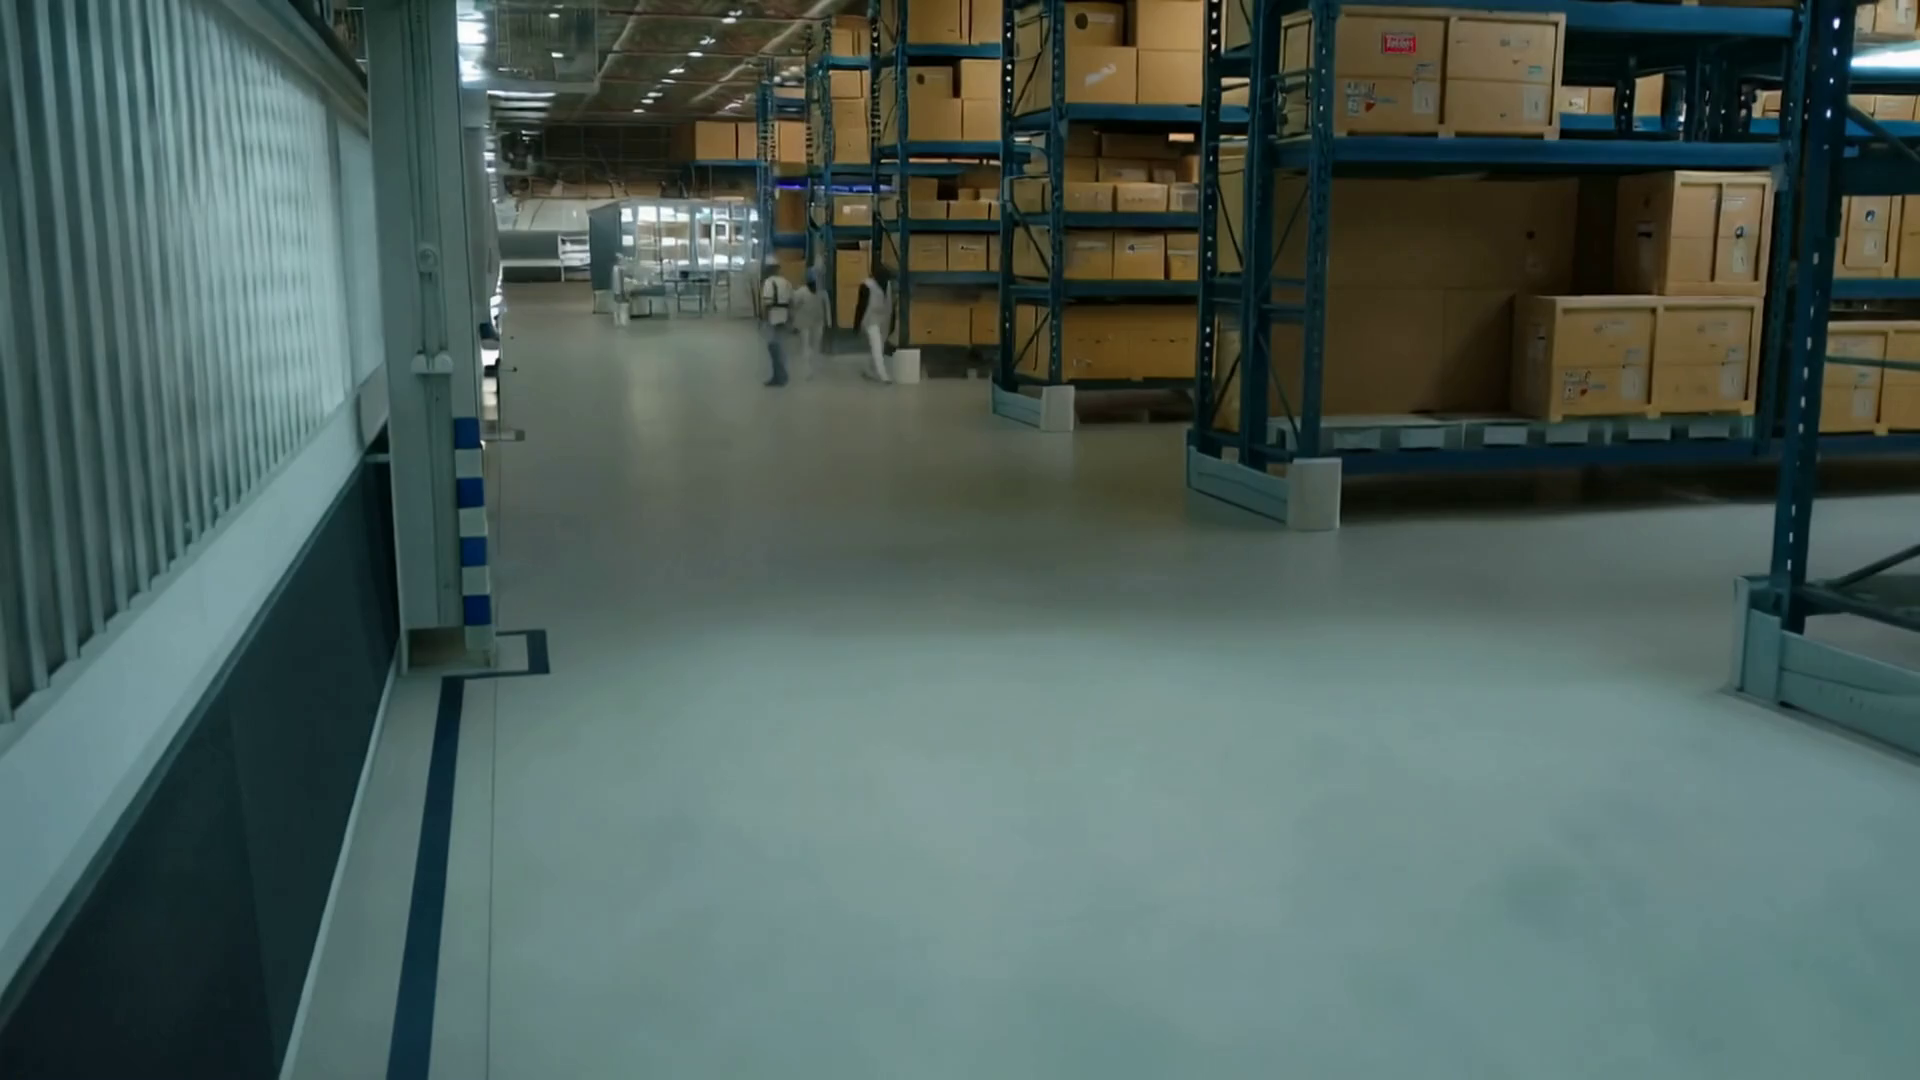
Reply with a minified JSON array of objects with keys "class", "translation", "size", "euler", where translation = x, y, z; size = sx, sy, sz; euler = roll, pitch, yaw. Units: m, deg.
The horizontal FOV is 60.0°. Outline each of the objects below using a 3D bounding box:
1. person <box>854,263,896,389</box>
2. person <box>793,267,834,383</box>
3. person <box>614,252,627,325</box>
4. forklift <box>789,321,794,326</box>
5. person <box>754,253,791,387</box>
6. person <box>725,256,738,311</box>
[{"class":"person","translation":[-1.226,-3.090,23.968],"size":[0.856,1.791,0.677],"euler":[8,13,39]},{"class":"person","translation":[-2.140,-3.182,24.694],"size":[0.554,1.713,0.709],"euler":[-7,12,-36]},{"class":"person","translation":[-8.731,-6.474,42.855],"size":[0.487,1.886,0.706],"euler":[0,10,2]},{"class":"forklift","translation":[-3.799,-6.737,41.520],"size":[1.873,2.768,1.129],"euler":[-3,10,-15]},{"class":"person","translation":[-2.730,-3.165,24.025],"size":[0.467,1.922,0.603],"euler":[5,11,25]},{"class":"person","translation":[-6.562,-7.324,48.101],"size":[0.485,1.735,0.347],"euler":[5,11,28]}]
